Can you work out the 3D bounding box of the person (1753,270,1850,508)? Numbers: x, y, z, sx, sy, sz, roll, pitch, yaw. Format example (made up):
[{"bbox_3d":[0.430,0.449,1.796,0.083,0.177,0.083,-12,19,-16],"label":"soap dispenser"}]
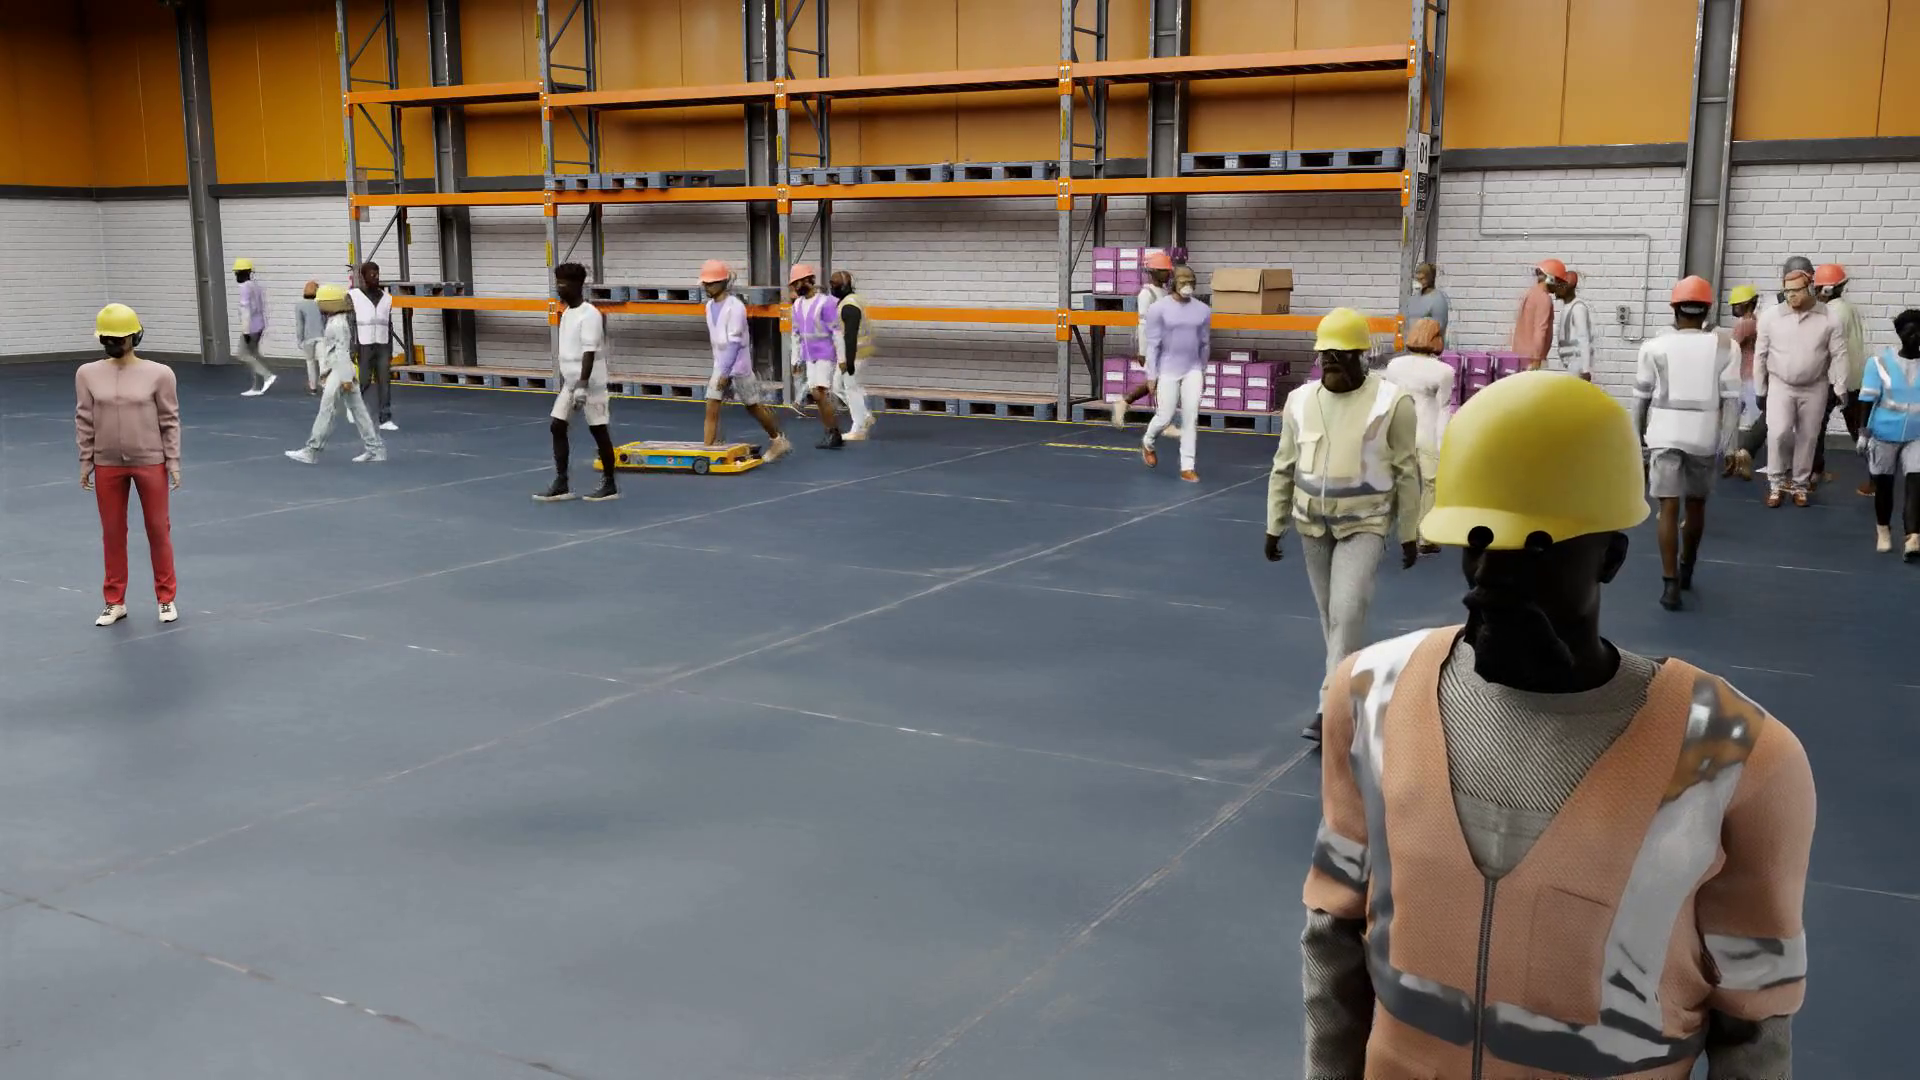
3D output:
[{"bbox_3d":[6.628,-1.177,13.128,0.670,1.871,0.611,4,11,20],"label":"person"}]

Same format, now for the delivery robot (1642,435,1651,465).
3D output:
[{"bbox_3d":[5.812,-0.844,14.714,0.477,0.478,0.707,-3,11,-17],"label":"delivery robot"}]

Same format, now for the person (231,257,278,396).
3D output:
[{"bbox_3d":[-9.757,-2.929,22.931,0.491,1.915,0.588,-1,10,-5],"label":"person"}]

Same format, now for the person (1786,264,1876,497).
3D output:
[{"bbox_3d":[7.344,-1.315,13.795,0.644,1.931,0.875,-9,13,-41],"label":"person"}]

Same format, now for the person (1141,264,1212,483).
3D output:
[{"bbox_3d":[1.901,-1.479,14.738,0.628,1.918,0.700,-3,10,-17],"label":"person"}]

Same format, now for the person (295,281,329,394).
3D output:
[{"bbox_3d":[-8.937,-2.790,23.085,0.504,1.585,0.872,-4,11,-22],"label":"person"}]

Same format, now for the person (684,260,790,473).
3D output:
[{"bbox_3d":[-2.052,-1.614,15.444,0.590,1.961,1.151,9,13,41],"label":"person"}]

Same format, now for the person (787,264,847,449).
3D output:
[{"bbox_3d":[-1.458,-1.858,16.926,0.580,1.890,0.559,-9,14,-43],"label":"person"}]

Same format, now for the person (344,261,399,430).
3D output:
[{"bbox_3d":[-6.691,-2.198,18.844,0.714,1.899,0.602,8,13,39],"label":"person"}]

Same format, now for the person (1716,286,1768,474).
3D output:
[{"bbox_3d":[7.213,-1.475,15.289,0.945,1.701,0.548,9,14,42],"label":"person"}]

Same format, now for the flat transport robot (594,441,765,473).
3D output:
[{"bbox_3d":[-2.594,-0.778,15.409,1.431,0.197,0.652,2,10,11],"label":"flat transport robot"}]

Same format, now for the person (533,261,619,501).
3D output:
[{"bbox_3d":[-3.123,-1.251,13.349,0.802,1.933,0.618,-8,13,-39],"label":"person"}]

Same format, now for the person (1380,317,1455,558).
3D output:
[{"bbox_3d":[2.984,-0.665,10.962,0.504,1.608,0.709,9,13,42],"label":"person"}]

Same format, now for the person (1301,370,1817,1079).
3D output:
[{"bbox_3d":[0.674,0.757,2.031,0.591,1.926,0.387,8,13,38],"label":"person"}]

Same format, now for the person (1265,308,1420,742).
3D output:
[{"bbox_3d":[1.539,-0.057,6.975,0.625,1.802,0.826,8,13,38],"label":"person"}]

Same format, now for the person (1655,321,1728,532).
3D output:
[{"bbox_3d":[5.323,-0.968,12.145,0.521,1.815,0.894,2,10,14],"label":"person"}]

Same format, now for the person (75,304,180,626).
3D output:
[{"bbox_3d":[-4.539,-0.406,9.096,0.523,1.760,0.327,-2,10,-14],"label":"person"}]

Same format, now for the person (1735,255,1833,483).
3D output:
[{"bbox_3d":[7.261,-1.498,14.477,0.867,2.000,0.723,-6,12,-31],"label":"person"}]

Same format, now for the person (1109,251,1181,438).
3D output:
[{"bbox_3d":[2.065,-2.124,18.101,0.868,2.022,0.621,5,11,25],"label":"person"}]

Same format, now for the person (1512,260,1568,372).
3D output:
[{"bbox_3d":[5.658,-1.735,16.134,0.878,1.929,0.675,-1,10,-3],"label":"person"}]

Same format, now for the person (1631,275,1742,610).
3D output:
[{"bbox_3d":[4.220,-0.587,9.738,0.563,1.884,0.978,3,11,18],"label":"person"}]

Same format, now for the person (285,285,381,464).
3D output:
[{"bbox_3d":[-5.986,-1.563,15.819,0.888,1.701,0.504,-3,10,-16],"label":"person"}]

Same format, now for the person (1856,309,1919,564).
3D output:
[{"bbox_3d":[6.200,-0.683,10.951,0.545,1.644,0.872,4,11,23],"label":"person"}]

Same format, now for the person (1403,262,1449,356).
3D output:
[{"bbox_3d":[4.751,-1.842,16.782,0.668,1.915,0.640,-1,10,-7],"label":"person"}]

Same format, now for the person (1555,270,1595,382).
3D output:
[{"bbox_3d":[6.180,-1.731,16.384,0.796,1.855,0.587,1,10,8],"label":"person"}]

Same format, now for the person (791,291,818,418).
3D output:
[{"bbox_3d":[-1.850,-2.263,19.952,0.329,1.620,0.532,-4,11,-19],"label":"person"}]

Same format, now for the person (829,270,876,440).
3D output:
[{"bbox_3d":[-1.173,-1.963,17.757,0.442,1.814,0.649,-1,10,-8],"label":"person"}]
